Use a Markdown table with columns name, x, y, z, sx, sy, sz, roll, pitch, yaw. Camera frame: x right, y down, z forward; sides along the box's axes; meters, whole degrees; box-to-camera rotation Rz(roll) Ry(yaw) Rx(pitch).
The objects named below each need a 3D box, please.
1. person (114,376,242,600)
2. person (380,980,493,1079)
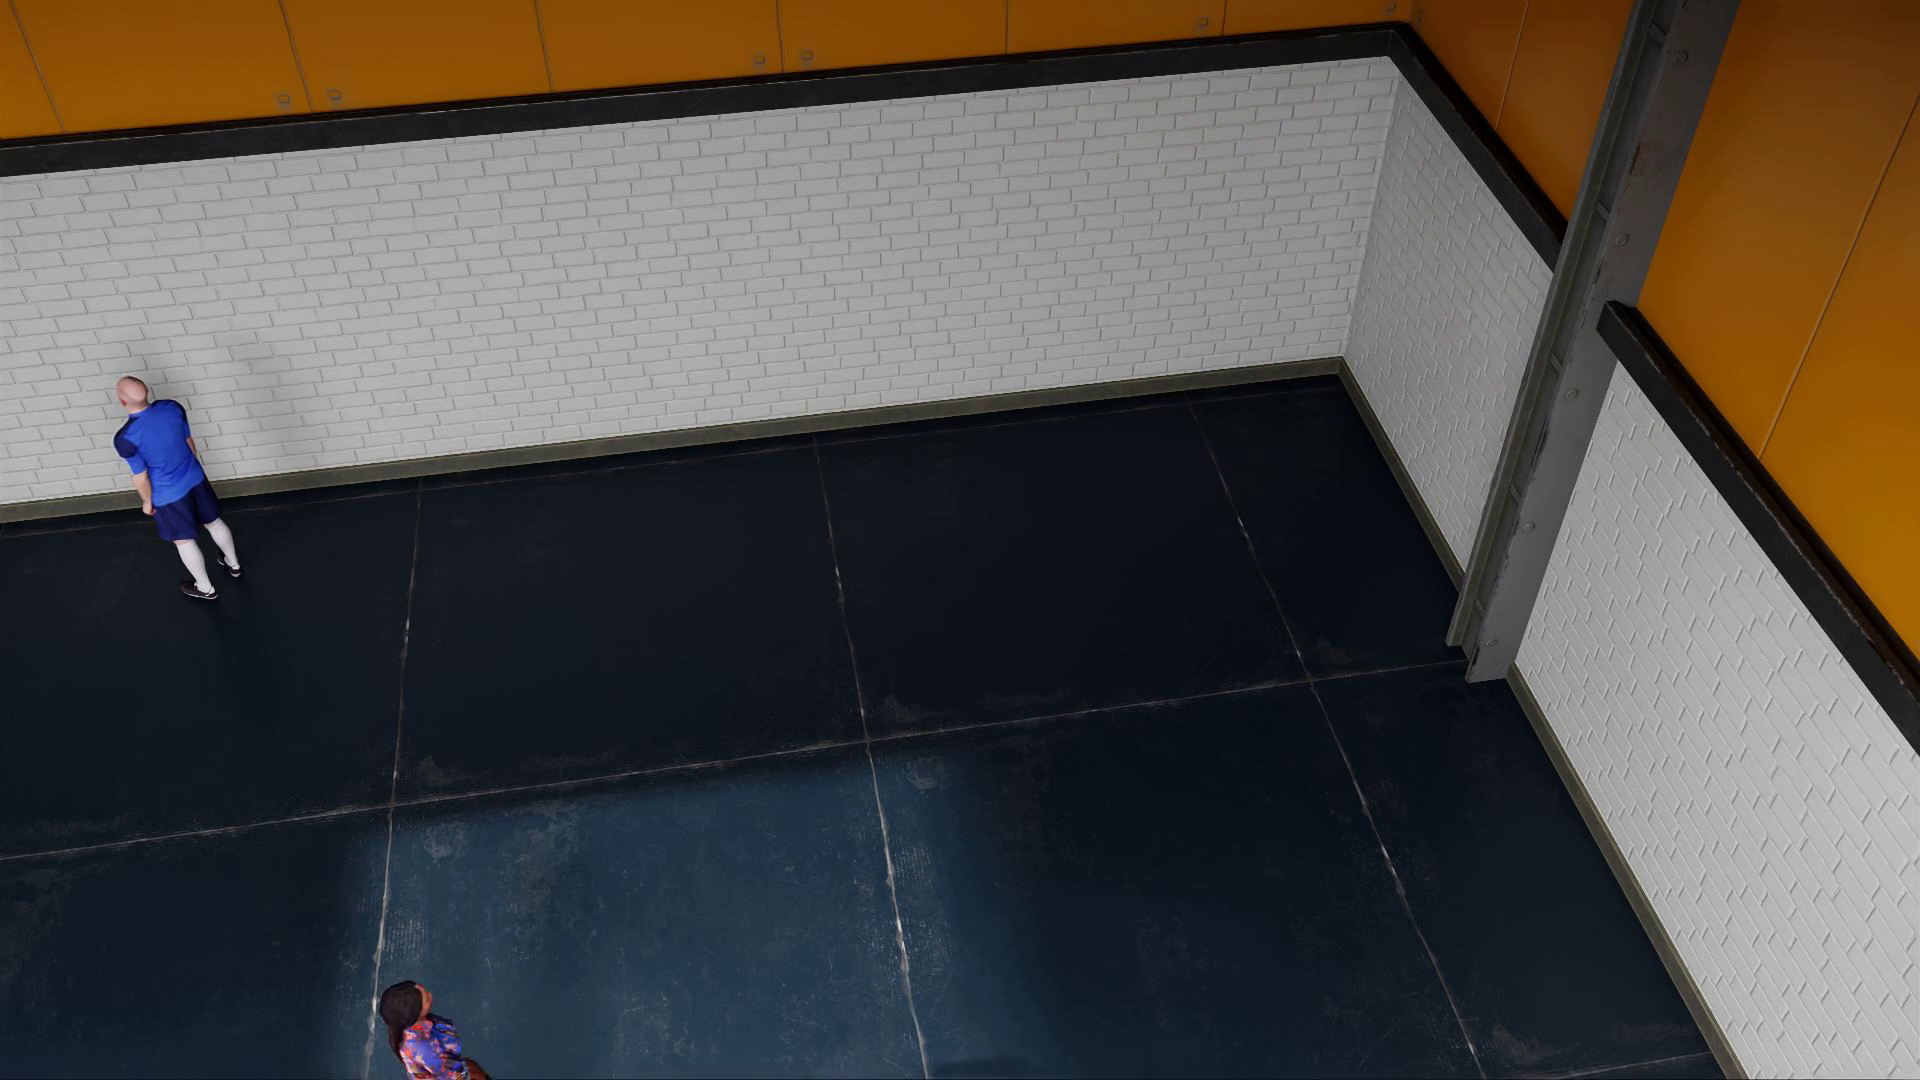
| name | x | y | z | sx | sy | sz | roll | pitch | yaw |
| --- | --- | --- | --- | --- | --- | --- | --- | --- | --- |
| person | -5.287 | -0.368 | 11.201 | 0.817 | 1.842 | 0.727 | 20 | 47 | 20 |
| person | -2.570 | 2.729 | 8.055 | 0.969 | 1.697 | 1.196 | -24 | 49 | -23 |
